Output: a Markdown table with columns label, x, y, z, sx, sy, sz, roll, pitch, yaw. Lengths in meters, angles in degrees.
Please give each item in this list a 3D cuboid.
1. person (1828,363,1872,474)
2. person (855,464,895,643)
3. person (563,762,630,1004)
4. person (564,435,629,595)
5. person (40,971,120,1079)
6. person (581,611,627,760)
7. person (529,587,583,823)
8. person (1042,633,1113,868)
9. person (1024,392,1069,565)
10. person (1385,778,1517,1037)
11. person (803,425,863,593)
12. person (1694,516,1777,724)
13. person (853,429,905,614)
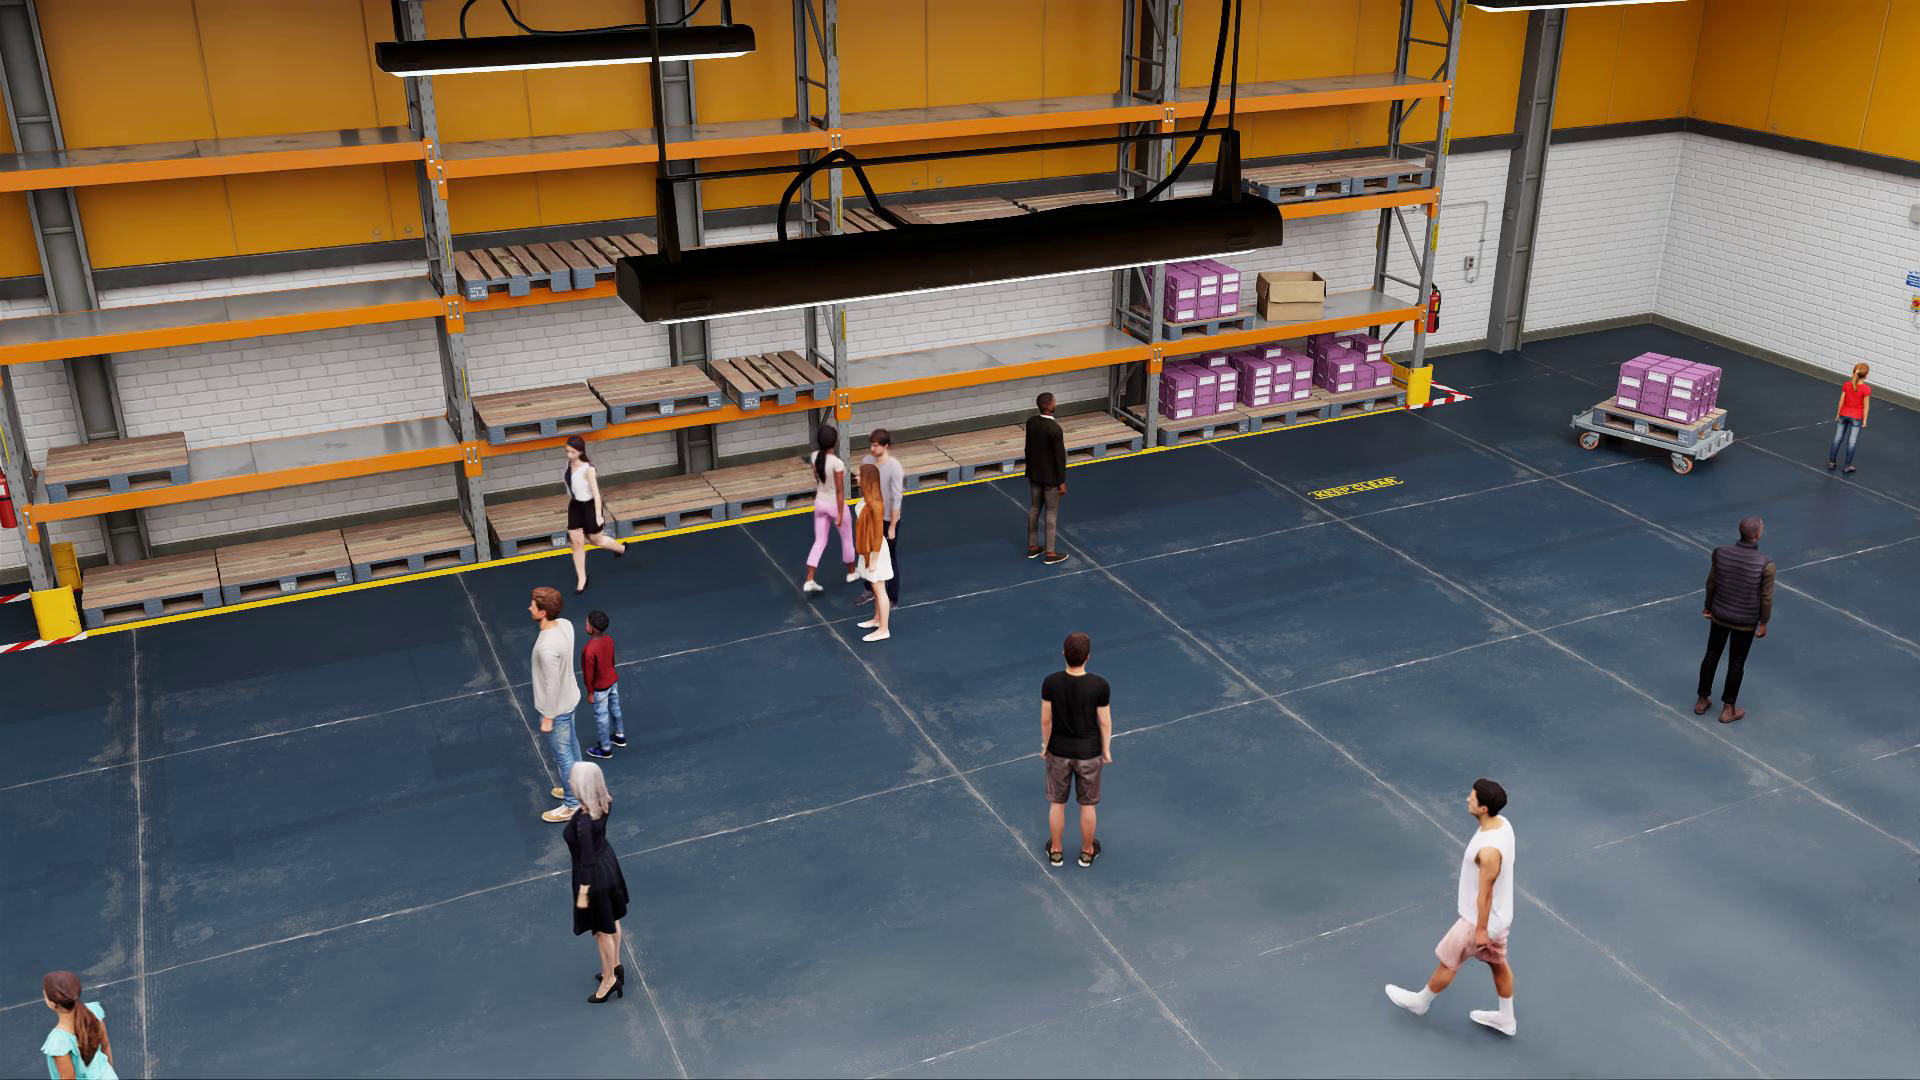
| label | x | y | z | sx | sy | sz | roll | pitch | yaw |
| --- | --- | --- | --- | --- | --- | --- | --- | --- | --- |
| person | 10.349 | -1.429 | 19.321 | 0.575 | 1.310 | 0.551 | -21 | 31 | -39 |
| person | -0.781 | 0.092 | 15.326 | 0.654 | 1.723 | 0.679 | -4 | 24 | -9 |
| person | -2.318 | 2.159 | 10.567 | 0.712 | 1.747 | 0.691 | 1 | 24 | 3 |
| person | -3.614 | -0.283 | 16.314 | 0.928 | 1.619 | 1.068 | 15 | 28 | 31 |
| person | -4.688 | 2.967 | 8.956 | 0.680 | 1.558 | 0.637 | 5 | 24 | 11 |
| person | -2.893 | 1.153 | 13.485 | 0.636 | 1.253 | 0.573 | 9 | 25 | 20 |
| person | -3.021 | 1.219 | 12.520 | 0.742 | 1.905 | 0.753 | 1 | 24 | 1 |
| person | 0.814 | 1.504 | 11.922 | 0.713 | 1.862 | 0.824 | 3 | 24 | 6 |
| person | 0.867 | -0.641 | 16.907 | 0.675 | 1.800 | 0.722 | -21 | 31 | -39 |
| person | 3.309 | 2.316 | 10.210 | 1.082 | 1.745 | 1.092 | 13 | 27 | 26 |
| person | -1.321 | -0.276 | 16.181 | 0.906 | 1.712 | 1.120 | 16 | 28 | 32 |
| person | 6.475 | 0.646 | 13.917 | 0.687 | 1.836 | 0.757 | -20 | 31 | -38 |
| person | -0.706 | -0.209 | 15.870 | 0.773 | 1.838 | 0.764 | 21 | 31 | 39 |
